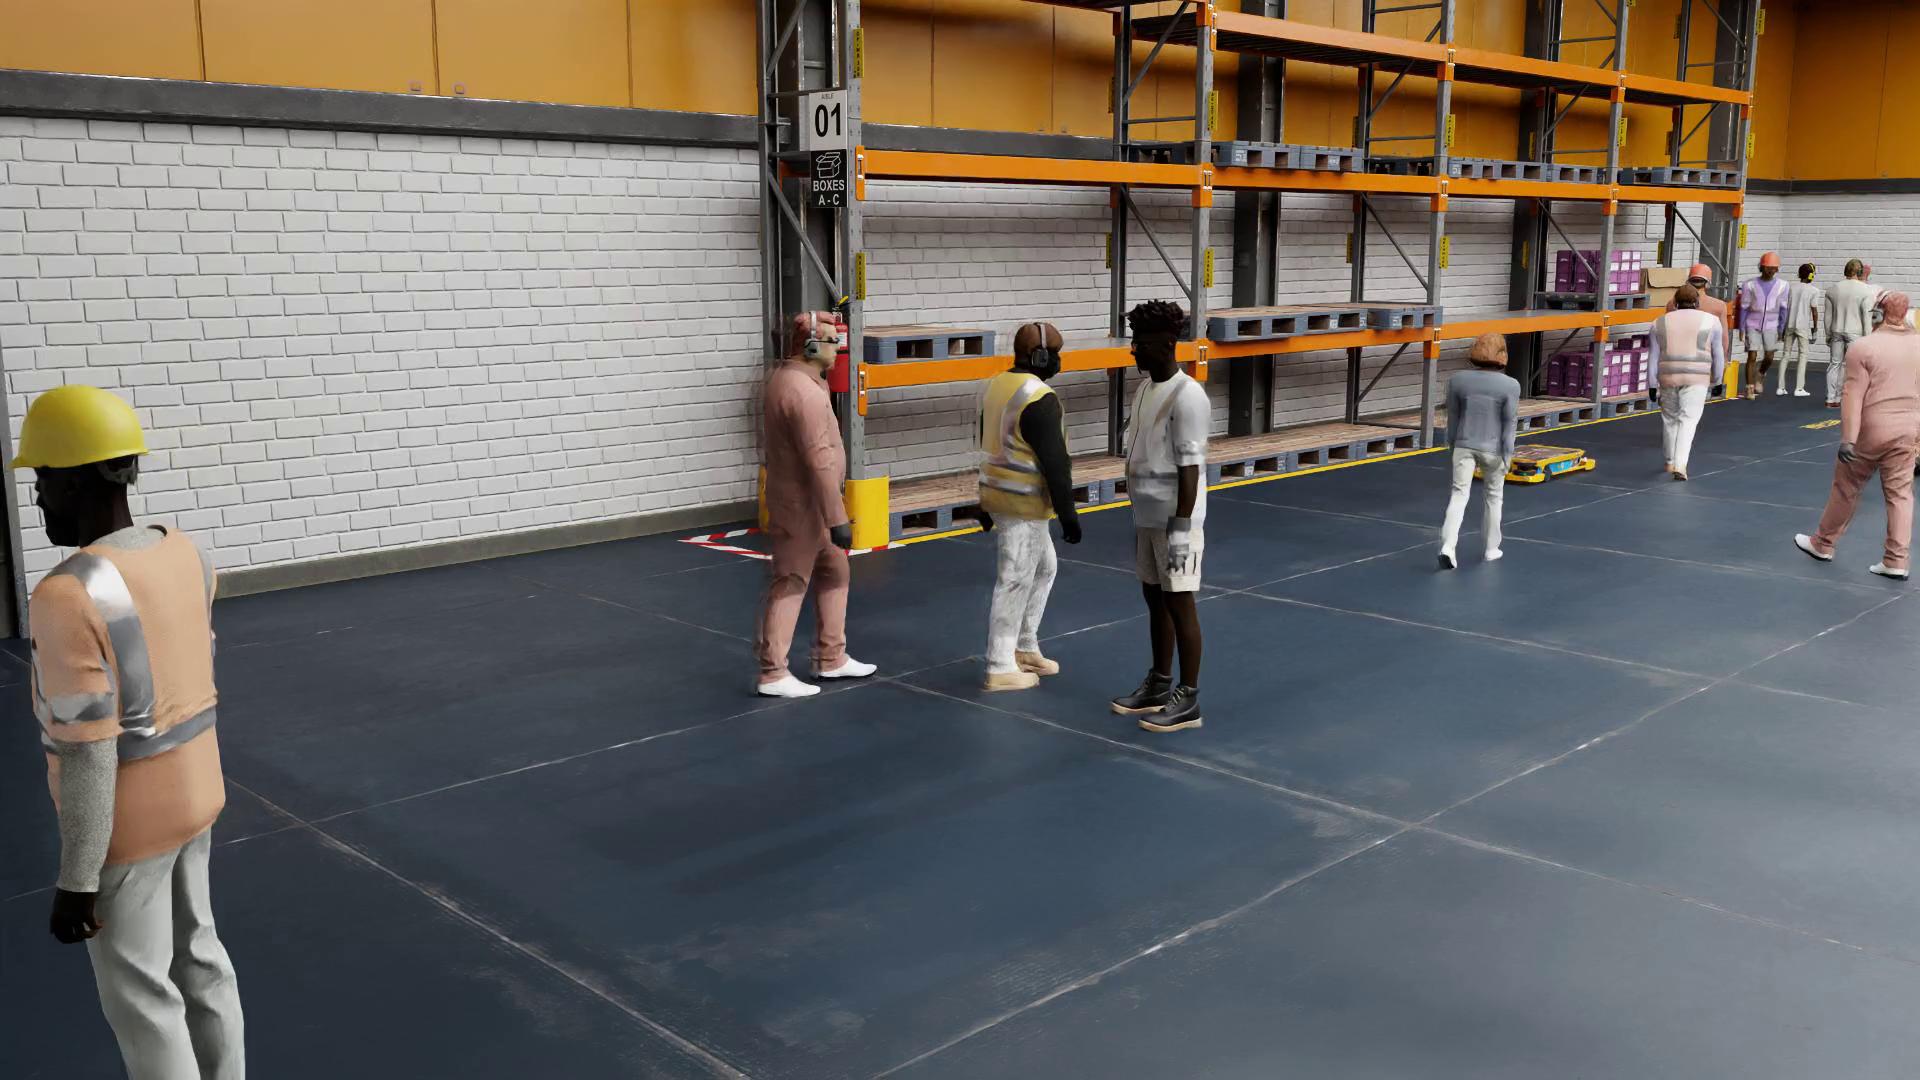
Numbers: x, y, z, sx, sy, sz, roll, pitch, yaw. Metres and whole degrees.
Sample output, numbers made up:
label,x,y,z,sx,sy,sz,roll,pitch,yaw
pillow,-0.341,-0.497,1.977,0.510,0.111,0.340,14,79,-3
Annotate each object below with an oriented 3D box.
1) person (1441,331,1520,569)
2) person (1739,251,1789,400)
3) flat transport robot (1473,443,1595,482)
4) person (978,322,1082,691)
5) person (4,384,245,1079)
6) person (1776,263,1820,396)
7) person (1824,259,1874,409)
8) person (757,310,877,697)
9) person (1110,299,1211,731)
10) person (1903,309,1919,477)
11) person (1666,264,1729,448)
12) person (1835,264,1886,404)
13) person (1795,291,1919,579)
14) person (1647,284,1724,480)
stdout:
label,x,y,z,sx,sy,sz,roll,pitch,yaw
person,3.512,-0.612,11.266,0.498,1.602,0.809,6,12,31
person,10.924,-2.909,22.662,0.606,2.026,0.551,3,11,16
flat transport robot,5.330,-0.729,15.547,0.652,0.197,1.431,10,14,42
person,0.368,-0.159,8.220,0.616,1.819,0.631,-3,11,-16
person,-1.856,0.615,3.709,0.385,1.925,0.594,0,10,1
person,11.749,-2.940,23.320,0.363,1.853,0.516,-8,13,-37
person,11.405,-2.629,21.361,0.373,1.939,0.628,-7,12,-33
person,-0.659,-0.163,8.055,0.760,1.879,0.671,-2,11,-10
person,0.928,-0.109,7.579,0.379,1.961,0.634,-3,11,-16
person,9.093,-1.548,15.606,0.566,1.883,0.996,4,11,20
person,7.842,-1.966,17.747,0.641,1.944,1.040,6,12,32
person,11.854,-2.696,21.924,0.642,1.871,0.811,1,10,3
person,6.078,-0.720,11.120,0.677,1.866,0.948,-1,10,-5
person,6.711,-1.469,15.436,0.634,1.801,0.957,7,13,34
